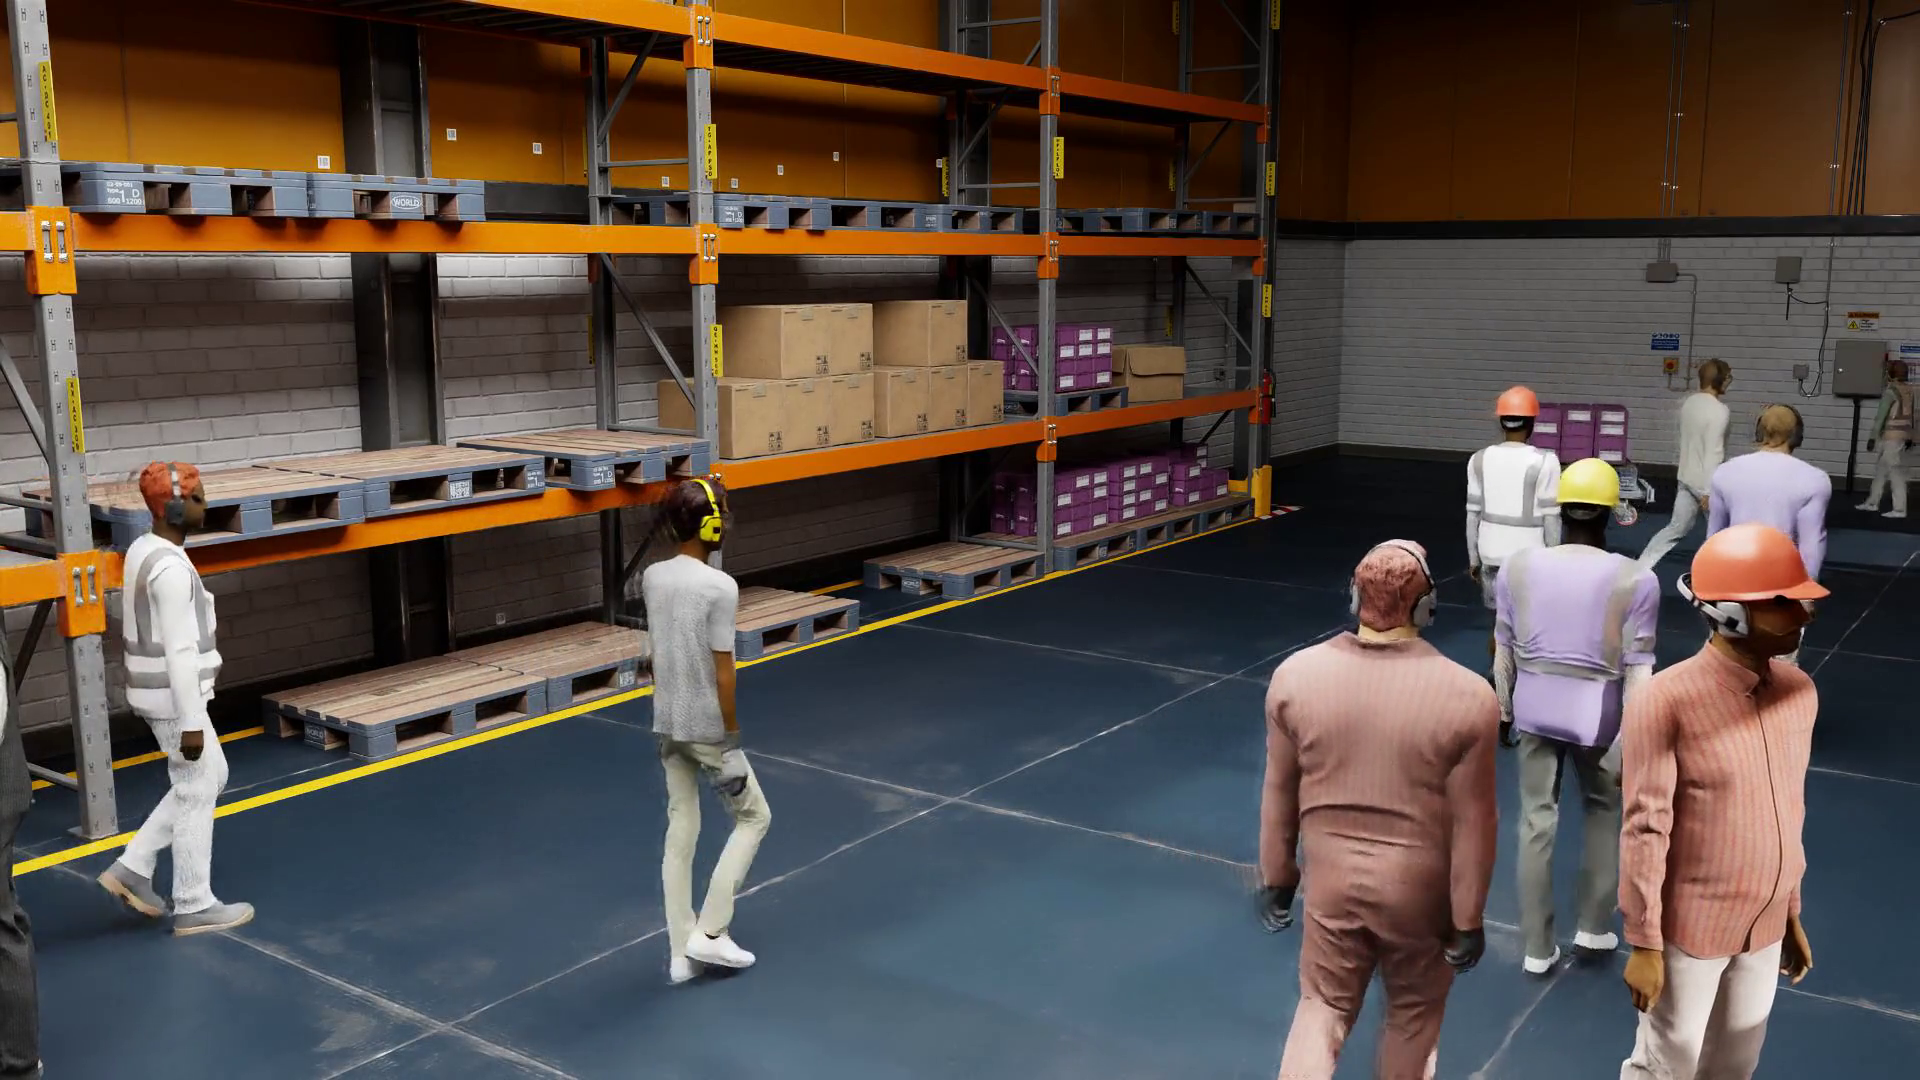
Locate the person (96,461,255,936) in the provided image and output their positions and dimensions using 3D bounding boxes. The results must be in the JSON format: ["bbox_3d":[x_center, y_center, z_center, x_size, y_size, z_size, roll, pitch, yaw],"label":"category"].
[{"bbox_3d":[-3.051,0.623,6.439,0.468,1.868,0.604,-6,12,-34],"label":"person"}]

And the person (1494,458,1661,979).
[{"bbox_3d":[2.274,0.647,6.181,0.589,1.903,0.658,6,11,30],"label":"person"}]

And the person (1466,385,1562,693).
[{"bbox_3d":[3.121,0.087,9.471,0.663,1.924,0.564,-9,13,-43],"label":"person"}]

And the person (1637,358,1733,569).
[{"bbox_3d":[5.594,-0.441,12.704,0.960,1.907,0.640,0,10,-3],"label":"person"}]

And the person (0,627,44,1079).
[{"bbox_3d":[-3.024,0.867,5.074,0.343,1.840,0.507,-5,11,-25],"label":"person"}]

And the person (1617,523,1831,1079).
[{"bbox_3d":[1.885,0.945,4.141,0.615,1.997,0.373,-5,11,-27],"label":"person"}]

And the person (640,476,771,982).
[{"bbox_3d":[-0.920,0.691,6.068,0.562,1.854,0.450,8,12,39],"label":"person"}]

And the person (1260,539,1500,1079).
[{"bbox_3d":[1.116,0.938,4.528,0.650,1.884,0.787,6,11,31],"label":"person"}]

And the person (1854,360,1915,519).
[{"bbox_3d":[9.466,-1.039,17.064,0.546,1.609,0.699,-7,12,-37],"label":"person"}]

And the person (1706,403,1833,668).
[{"bbox_3d":[4.275,0.211,8.854,1.015,1.887,0.650,-8,13,-41],"label":"person"}]
